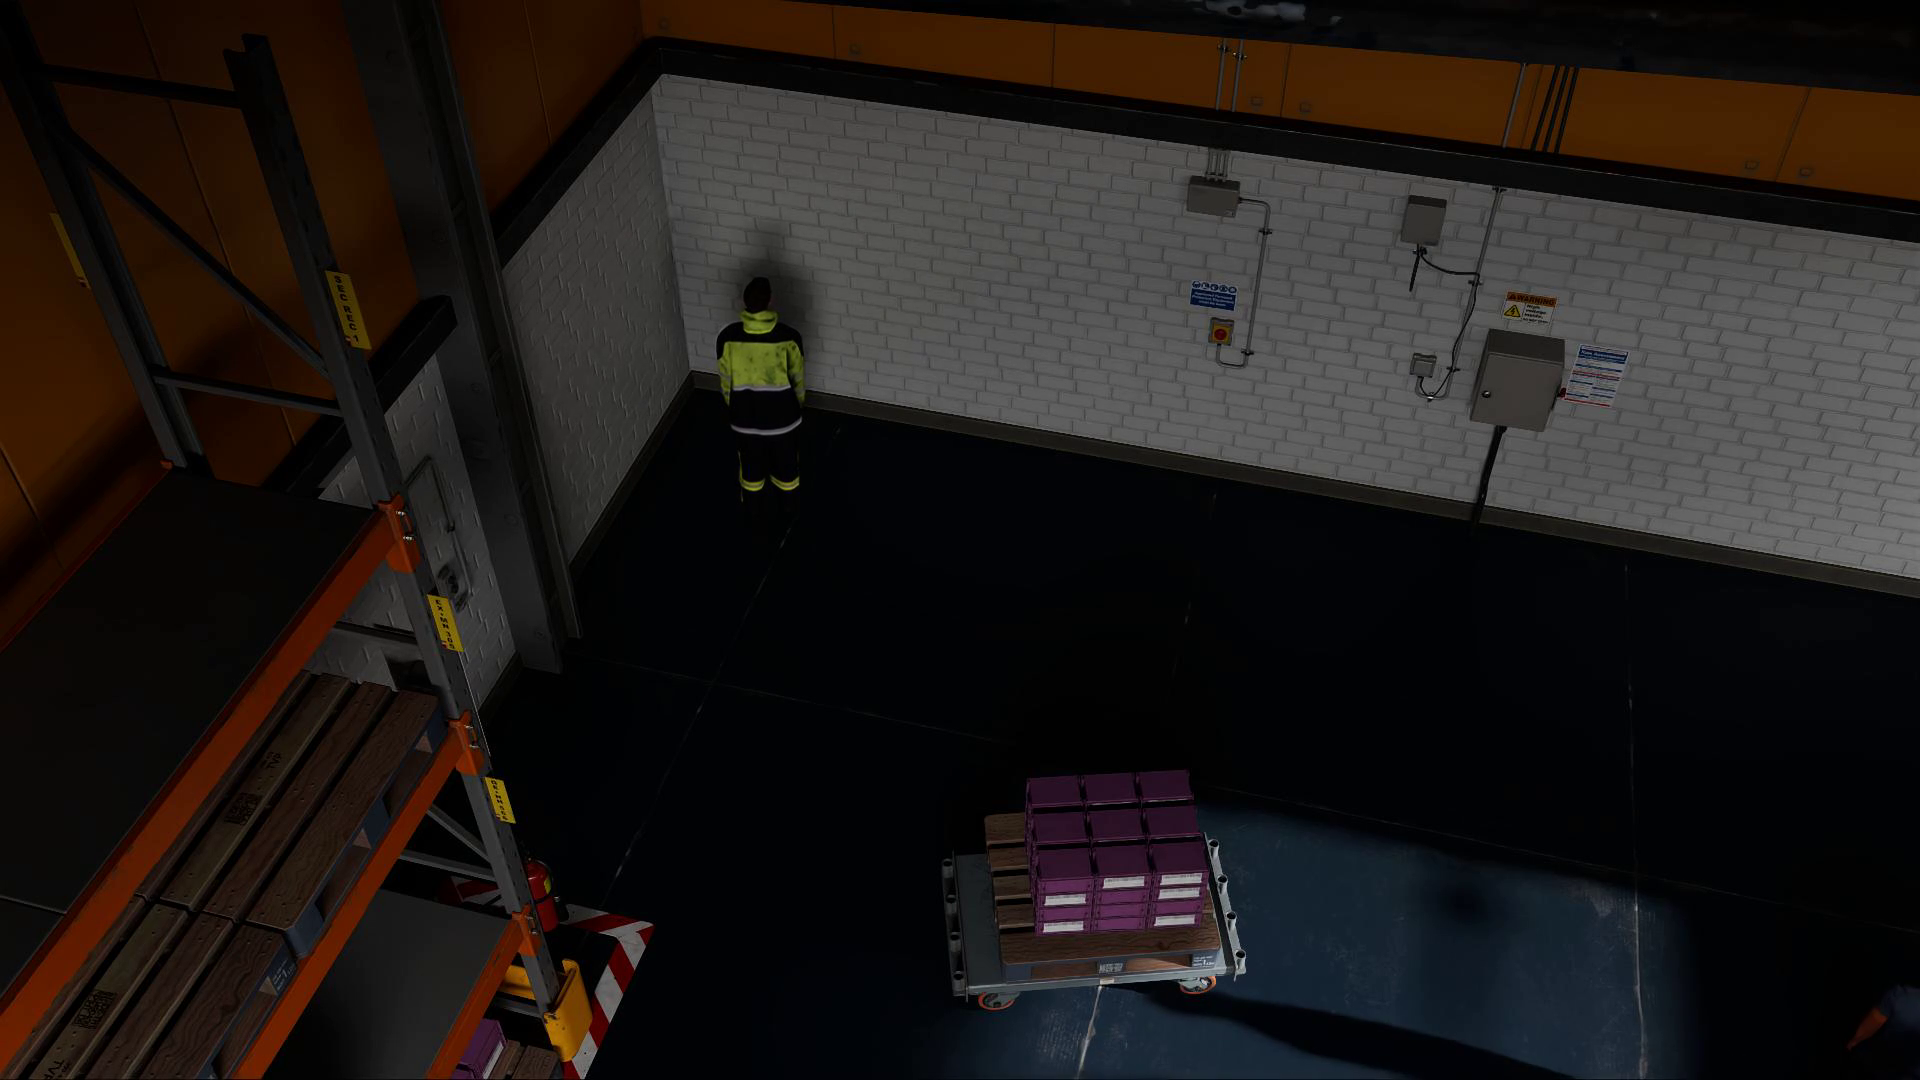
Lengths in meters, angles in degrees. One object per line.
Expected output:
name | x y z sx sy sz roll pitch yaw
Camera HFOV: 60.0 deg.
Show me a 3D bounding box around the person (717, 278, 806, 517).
person | -1.408 -1.008 11.889 0.847 1.984 0.785 -3 44 -4
